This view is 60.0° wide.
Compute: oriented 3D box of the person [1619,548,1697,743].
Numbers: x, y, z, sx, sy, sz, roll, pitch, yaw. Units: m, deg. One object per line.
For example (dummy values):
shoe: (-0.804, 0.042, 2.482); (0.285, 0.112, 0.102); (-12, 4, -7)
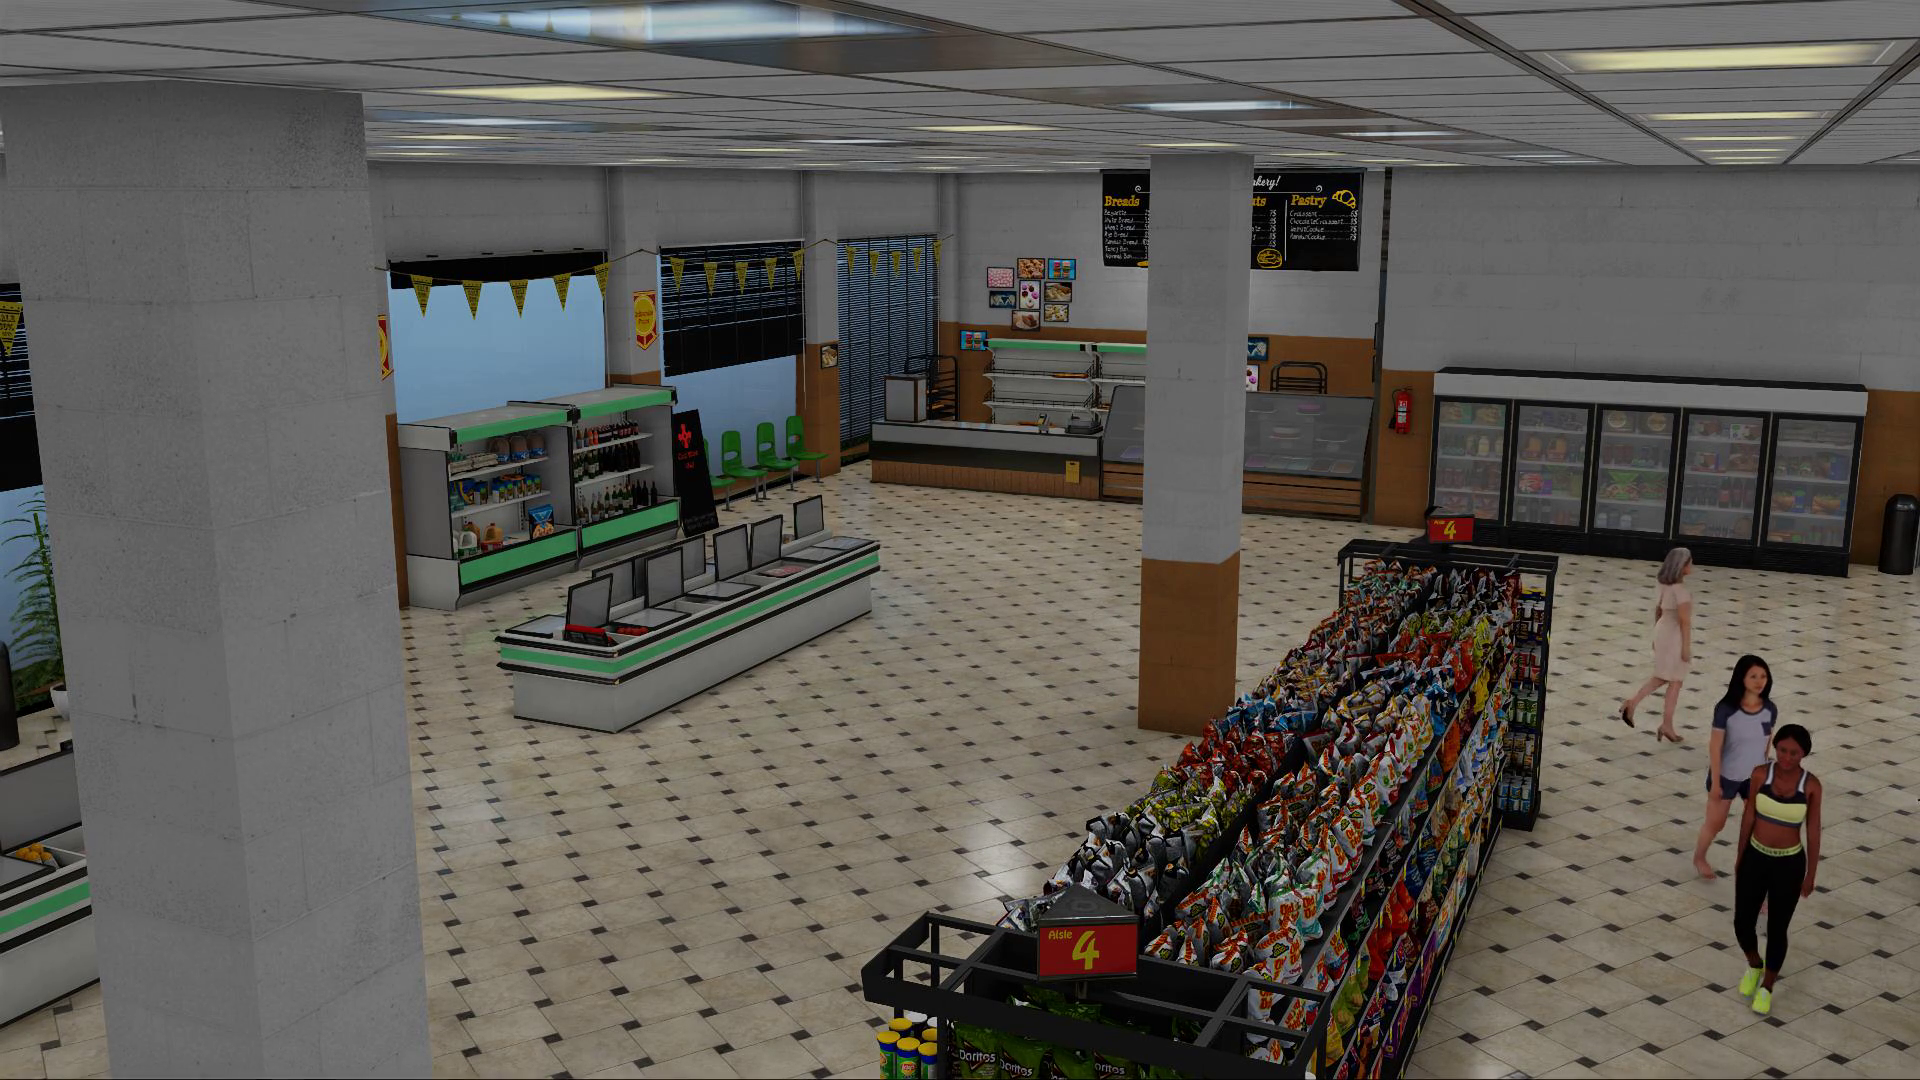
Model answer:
person: (5.993, 0.917, 14.207); (0.887, 1.724, 0.885); (-1, 12, -6)

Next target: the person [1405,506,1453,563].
person: (4.325, 0.595, 15.378); (0.752, 1.872, 0.846); (-6, 13, -28)

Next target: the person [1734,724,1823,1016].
person: (4.726, 1.870, 9.632); (0.634, 1.743, 0.682); (8, 14, 34)

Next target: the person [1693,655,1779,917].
person: (5.188, 1.588, 11.181); (0.958, 1.657, 1.200); (-1, 12, -2)
